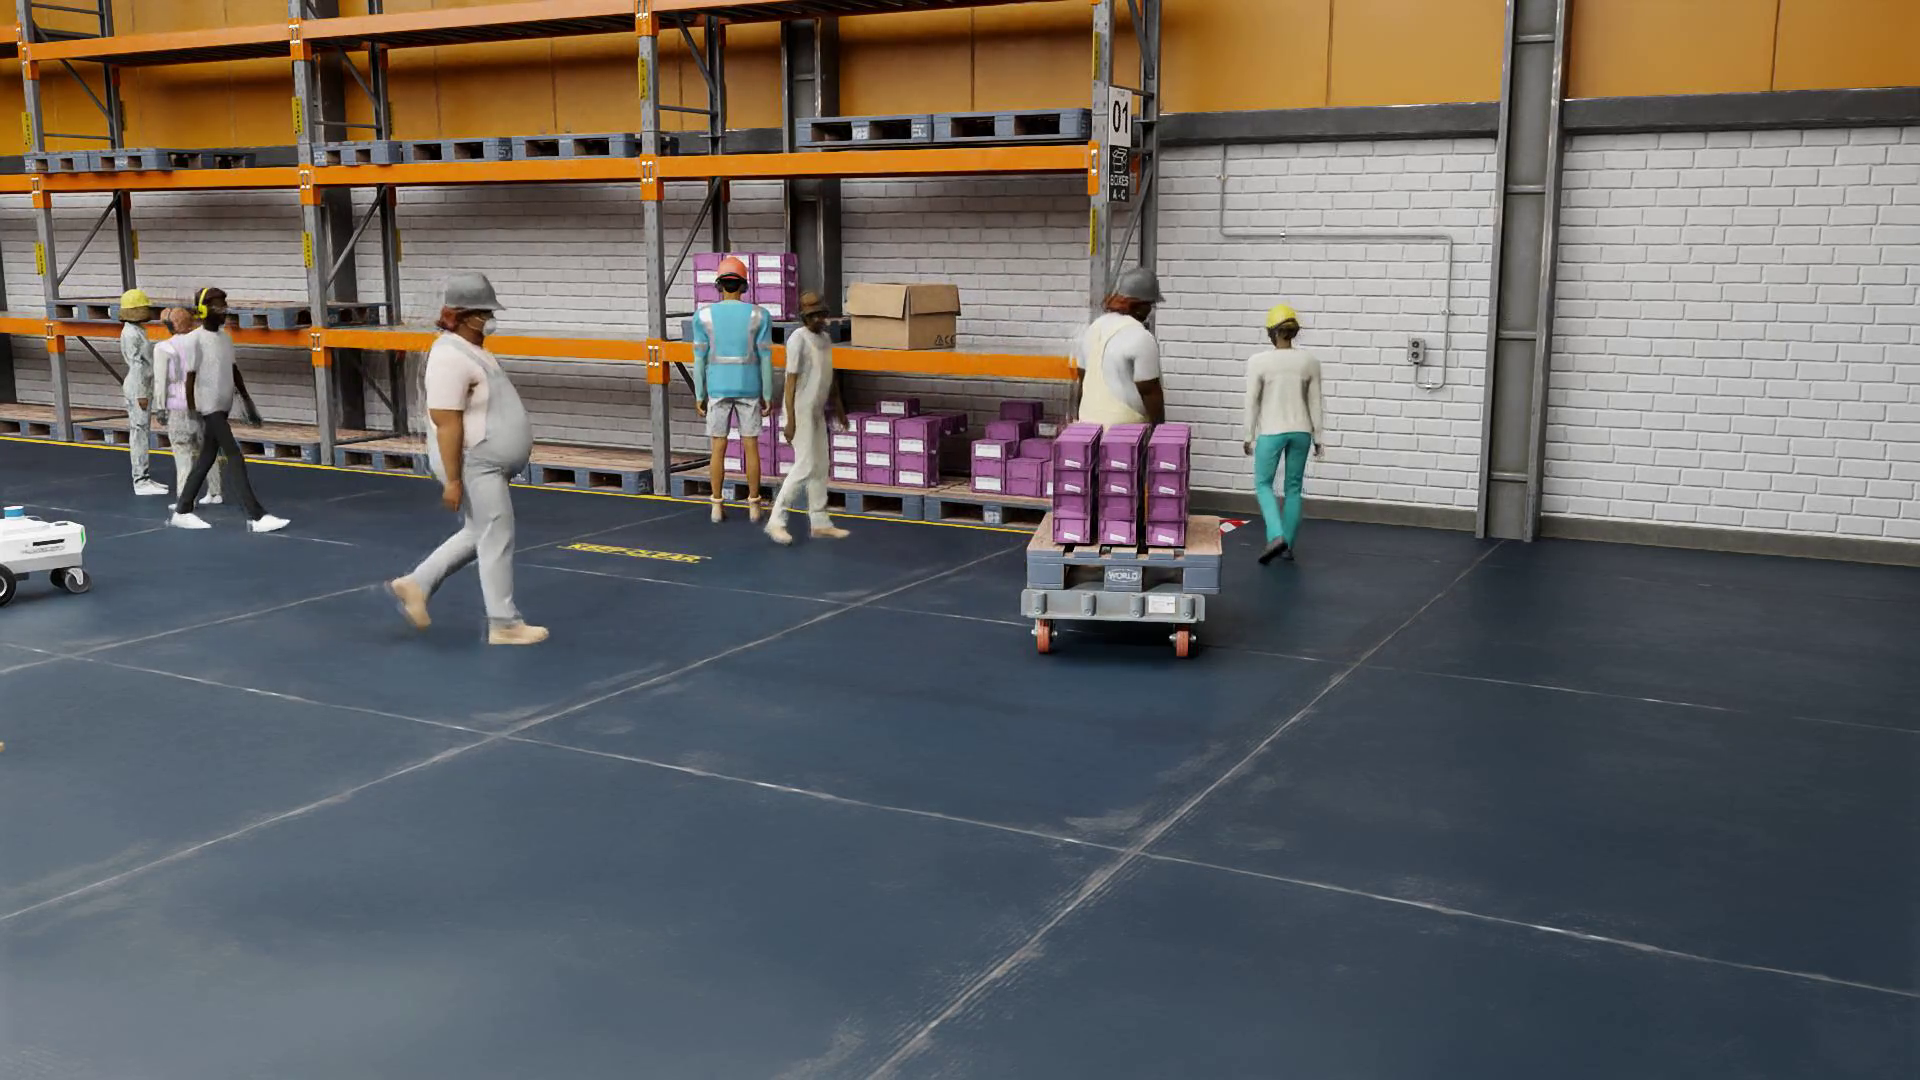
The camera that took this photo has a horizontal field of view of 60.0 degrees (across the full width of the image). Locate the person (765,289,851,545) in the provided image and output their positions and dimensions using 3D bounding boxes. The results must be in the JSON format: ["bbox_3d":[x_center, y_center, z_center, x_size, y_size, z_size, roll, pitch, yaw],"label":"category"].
[{"bbox_3d":[-1.101,-0.882,11.925,0.486,1.827,0.677,4,11,19],"label":"person"}]

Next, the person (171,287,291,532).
[{"bbox_3d":[-5.499,-0.962,12.363,0.976,1.819,0.536,1,10,5],"label":"person"}]

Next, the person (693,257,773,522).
[{"bbox_3d":[-1.736,-1.147,12.789,0.608,2.034,0.405,-1,10,-3],"label":"person"}]

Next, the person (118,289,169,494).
[{"bbox_3d":[-6.974,-1.261,14.203,0.299,1.743,0.488,-5,11,-25],"label":"person"}]

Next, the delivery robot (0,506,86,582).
[{"bbox_3d":[-5.708,0.039,10.075,0.477,0.478,0.707,10,14,42],"label":"delivery robot"}]

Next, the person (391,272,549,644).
[{"bbox_3d":[-2.659,-0.441,8.887,0.765,2.000,0.688,-1,10,-7],"label":"person"}]

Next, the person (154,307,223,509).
[{"bbox_3d":[-6.245,-1.063,13.442,0.322,1.629,0.516,5,11,25],"label":"person"}]

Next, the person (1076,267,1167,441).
[{"bbox_3d":[1.115,-0.765,10.668,0.942,2.000,0.717,-5,11,-25],"label":"person"}]

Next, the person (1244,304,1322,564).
[{"bbox_3d":[2.184,-0.708,11.185,0.543,1.747,0.543,-1,10,-8],"label":"person"}]
